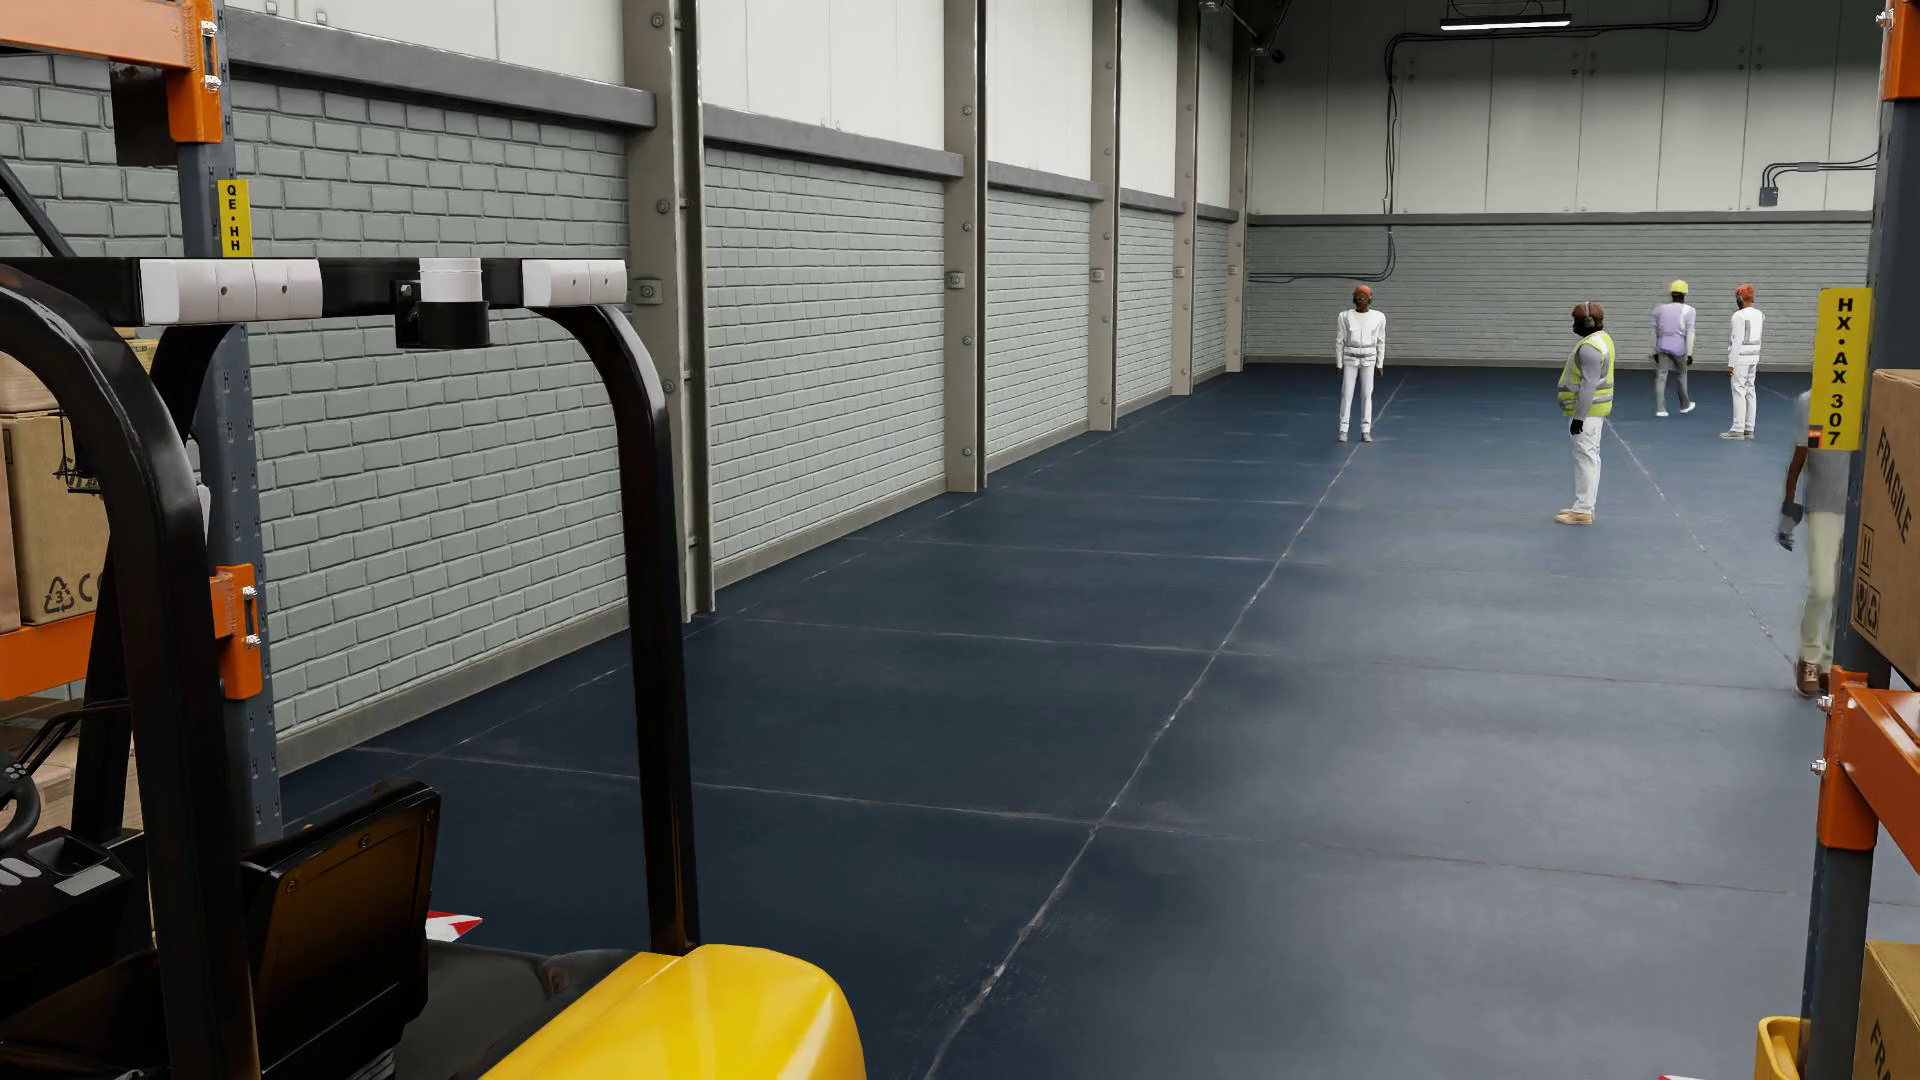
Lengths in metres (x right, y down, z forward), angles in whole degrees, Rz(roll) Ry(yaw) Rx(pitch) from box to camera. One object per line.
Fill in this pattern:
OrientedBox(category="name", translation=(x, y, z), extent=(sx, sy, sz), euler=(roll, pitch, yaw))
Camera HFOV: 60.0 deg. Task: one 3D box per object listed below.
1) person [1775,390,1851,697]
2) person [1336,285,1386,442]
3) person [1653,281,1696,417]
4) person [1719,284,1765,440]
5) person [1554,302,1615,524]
OrientedBox(category="person", translation=(4.350, -0.119, 8.202), extent=(0.558, 1.853, 0.438), euler=(1, 10, 7))
OrientedBox(category="person", translation=(4.807, -2.115, 19.996), extent=(0.574, 1.885, 0.358), euler=(2, 10, 11))
OrientedBox(category="person", translation=(10.020, -2.667, 23.263), extent=(0.925, 1.884, 0.612), euler=(-9, 13, -44))
OrientedBox(category="person", translation=(9.552, -2.165, 20.291), extent=(0.585, 1.884, 0.341), euler=(-7, 12, -35))
OrientedBox(category="person", translation=(5.171, -1.048, 13.788), extent=(0.429, 1.841, 0.625), euler=(5, 11, 28))
